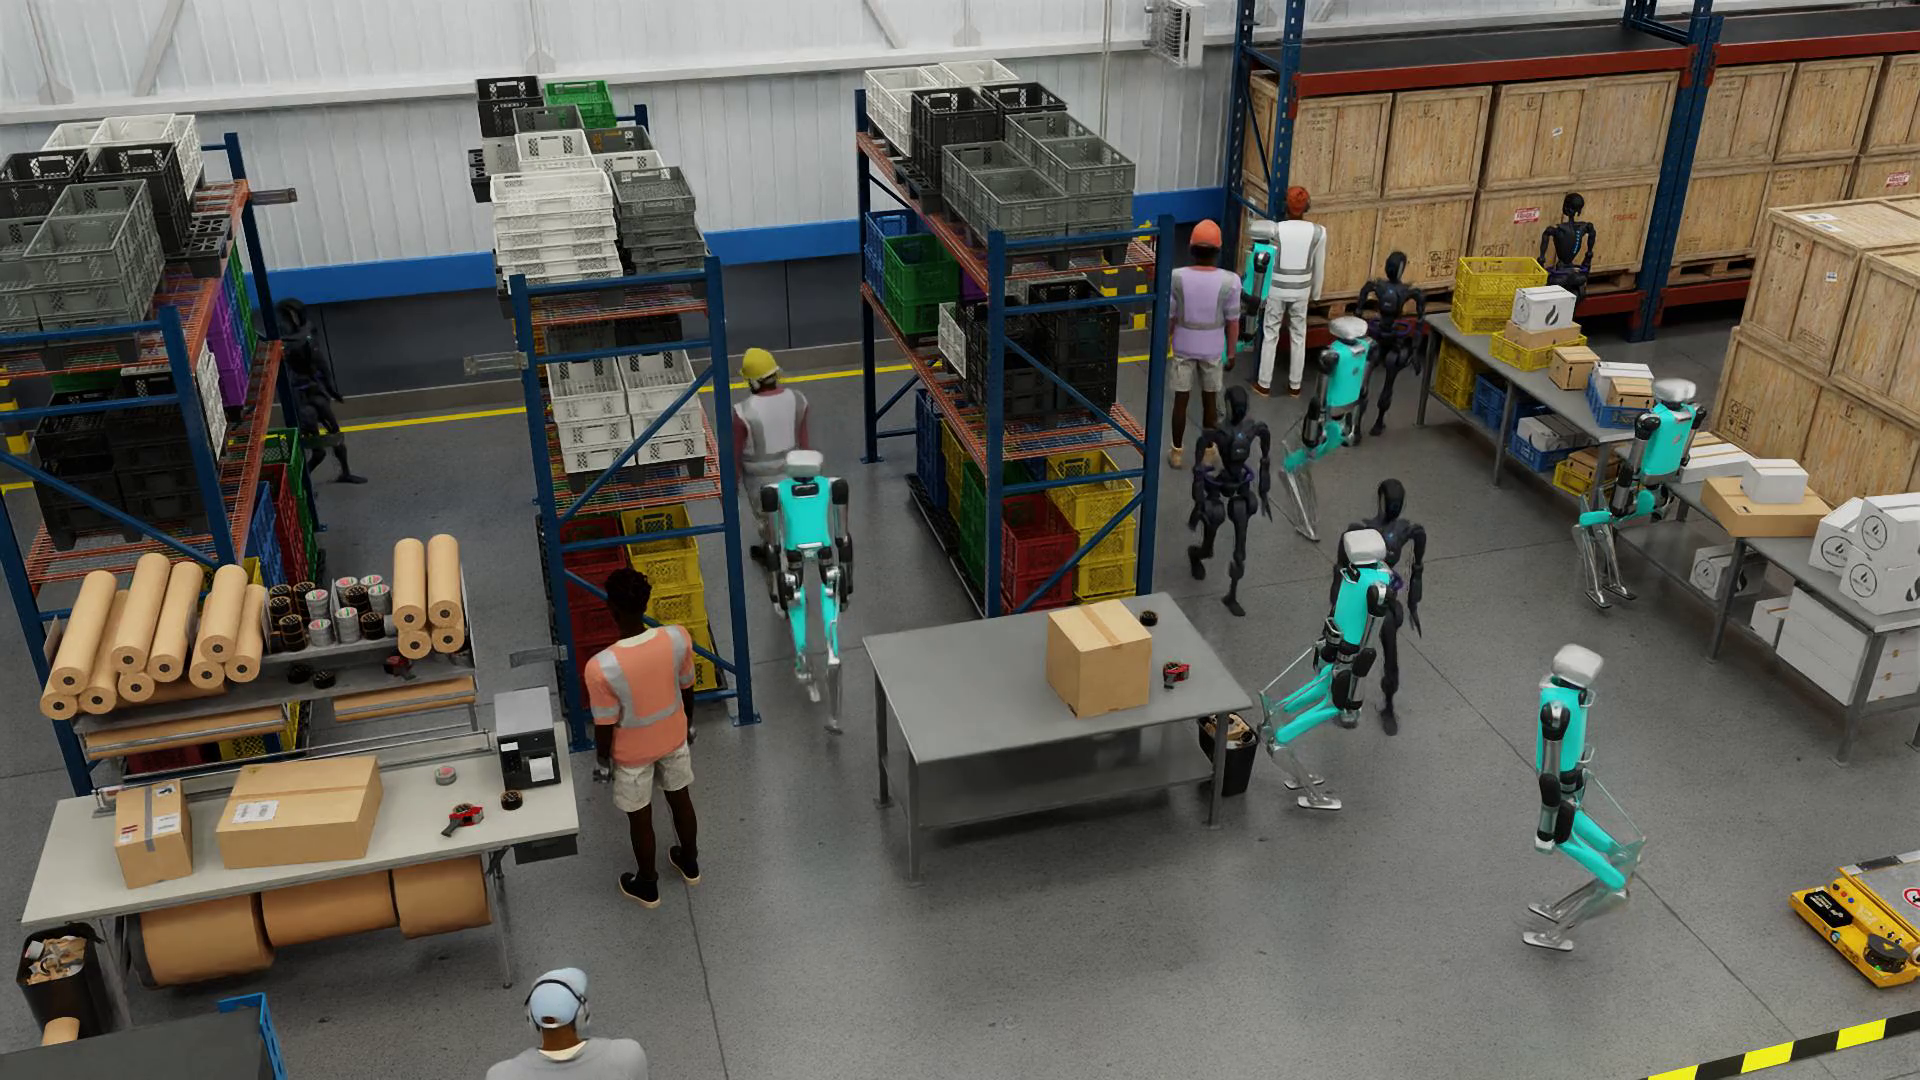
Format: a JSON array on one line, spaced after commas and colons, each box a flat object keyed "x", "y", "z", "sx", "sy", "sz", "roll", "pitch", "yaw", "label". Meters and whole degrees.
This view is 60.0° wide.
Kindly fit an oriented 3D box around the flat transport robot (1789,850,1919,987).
[{"x": 5.163, "y": 1.916, "z": 8.676, "sx": 1.431, "sy": 0.231, "sz": 0.659, "roll": -8, "pitch": 30, "yaw": -14, "label": "flat transport robot"}]

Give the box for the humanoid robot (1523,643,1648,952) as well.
[{"x": 3.101, "y": 1.311, "z": 8.112, "sx": 0.735, "sy": 1.677, "sz": 0.533, "roll": 15, "pitch": 32, "yaw": 25, "label": "humanoid robot"}]

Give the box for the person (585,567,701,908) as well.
[{"x": -1.616, "y": 1.020, "z": 8.544, "sx": 0.602, "sy": 1.966, "sz": 0.368, "roll": -23, "pitch": 36, "yaw": -35, "label": "person"}]

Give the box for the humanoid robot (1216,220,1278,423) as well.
[{"x": 2.271, "y": -1.810, "z": 13.926, "sx": 0.636, "sy": 1.794, "sz": 0.532, "roll": 6, "pitch": 29, "yaw": 11, "label": "humanoid robot"}]

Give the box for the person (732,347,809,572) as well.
[{"x": -1.300, "y": -0.474, "z": 11.442, "sx": 0.589, "sy": 1.789, "sz": 0.878, "roll": -23, "pitch": 36, "yaw": -35, "label": "person"}]

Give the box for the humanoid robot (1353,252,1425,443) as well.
[{"x": 3.459, "y": -1.560, "z": 13.555, "sx": 0.614, "sy": 1.641, "sz": 0.630, "roll": 12, "pitch": 31, "yaw": 20, "label": "humanoid robot"}]

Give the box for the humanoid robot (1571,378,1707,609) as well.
[{"x": 4.470, "y": -0.378, "z": 11.185, "sx": 0.533, "sy": 1.677, "sz": 0.735, "roll": -12, "pitch": 31, "yaw": -21, "label": "humanoid robot"}]

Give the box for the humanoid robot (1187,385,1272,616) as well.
[{"x": 1.815, "y": -0.333, "z": 11.331, "sx": 0.589, "sy": 1.634, "sz": 0.663, "roll": -7, "pitch": 30, "yaw": -12, "label": "humanoid robot"}]

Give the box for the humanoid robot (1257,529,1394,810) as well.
[{"x": 1.933, "y": 0.731, "z": 9.167, "sx": 0.735, "sy": 1.677, "sz": 0.533, "roll": -3, "pitch": 29, "yaw": -6, "label": "humanoid robot"}]

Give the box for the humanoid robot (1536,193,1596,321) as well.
[{"x": 5.346, "y": -2.271, "z": 14.816, "sx": 0.599, "sy": 1.657, "sz": 0.315, "roll": -7, "pitch": 29, "yaw": -12, "label": "humanoid robot"}]

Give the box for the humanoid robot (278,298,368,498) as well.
[{"x": -4.995, "y": -1.099, "z": 12.715, "sx": 0.471, "sy": 1.630, "sz": 0.602, "roll": 4, "pitch": 29, "yaw": 8, "label": "humanoid robot"}]

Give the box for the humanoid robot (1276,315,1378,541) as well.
[{"x": 2.594, "y": -0.819, "z": 12.175, "sx": 0.533, "sy": 1.836, "sz": 0.668, "roll": -19, "pitch": 34, "yaw": -31, "label": "humanoid robot"}]

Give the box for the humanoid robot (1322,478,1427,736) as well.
[{"x": 2.480, "y": 0.406, "z": 9.952, "sx": 0.602, "sy": 1.647, "sz": 0.394, "roll": -2, "pitch": 29, "yaw": -4, "label": "humanoid robot"}]

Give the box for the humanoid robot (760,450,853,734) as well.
[{"x": -0.849, "y": 0.431, "z": 9.919, "sx": 0.530, "sy": 1.775, "sz": 1.014, "roll": -6, "pitch": 29, "yaw": -11, "label": "humanoid robot"}]

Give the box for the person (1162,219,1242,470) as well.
[{"x": 1.876, "y": -1.525, "z": 13.100, "sx": 0.613, "sy": 2.038, "sz": 0.393, "roll": 3, "pitch": 29, "yaw": 6, "label": "person"}]

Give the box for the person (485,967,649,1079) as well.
[{"x": -1.424, "y": 2.341, "z": 6.258, "sx": 0.596, "sy": 1.849, "sz": 0.392, "roll": -8, "pitch": 30, "yaw": -15, "label": "person"}]

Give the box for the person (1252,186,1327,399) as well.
[{"x": 2.838, "y": -2.128, "z": 14.362, "sx": 0.571, "sy": 1.877, "sz": 0.338, "roll": 1, "pitch": 29, "yaw": 2, "label": "person"}]
